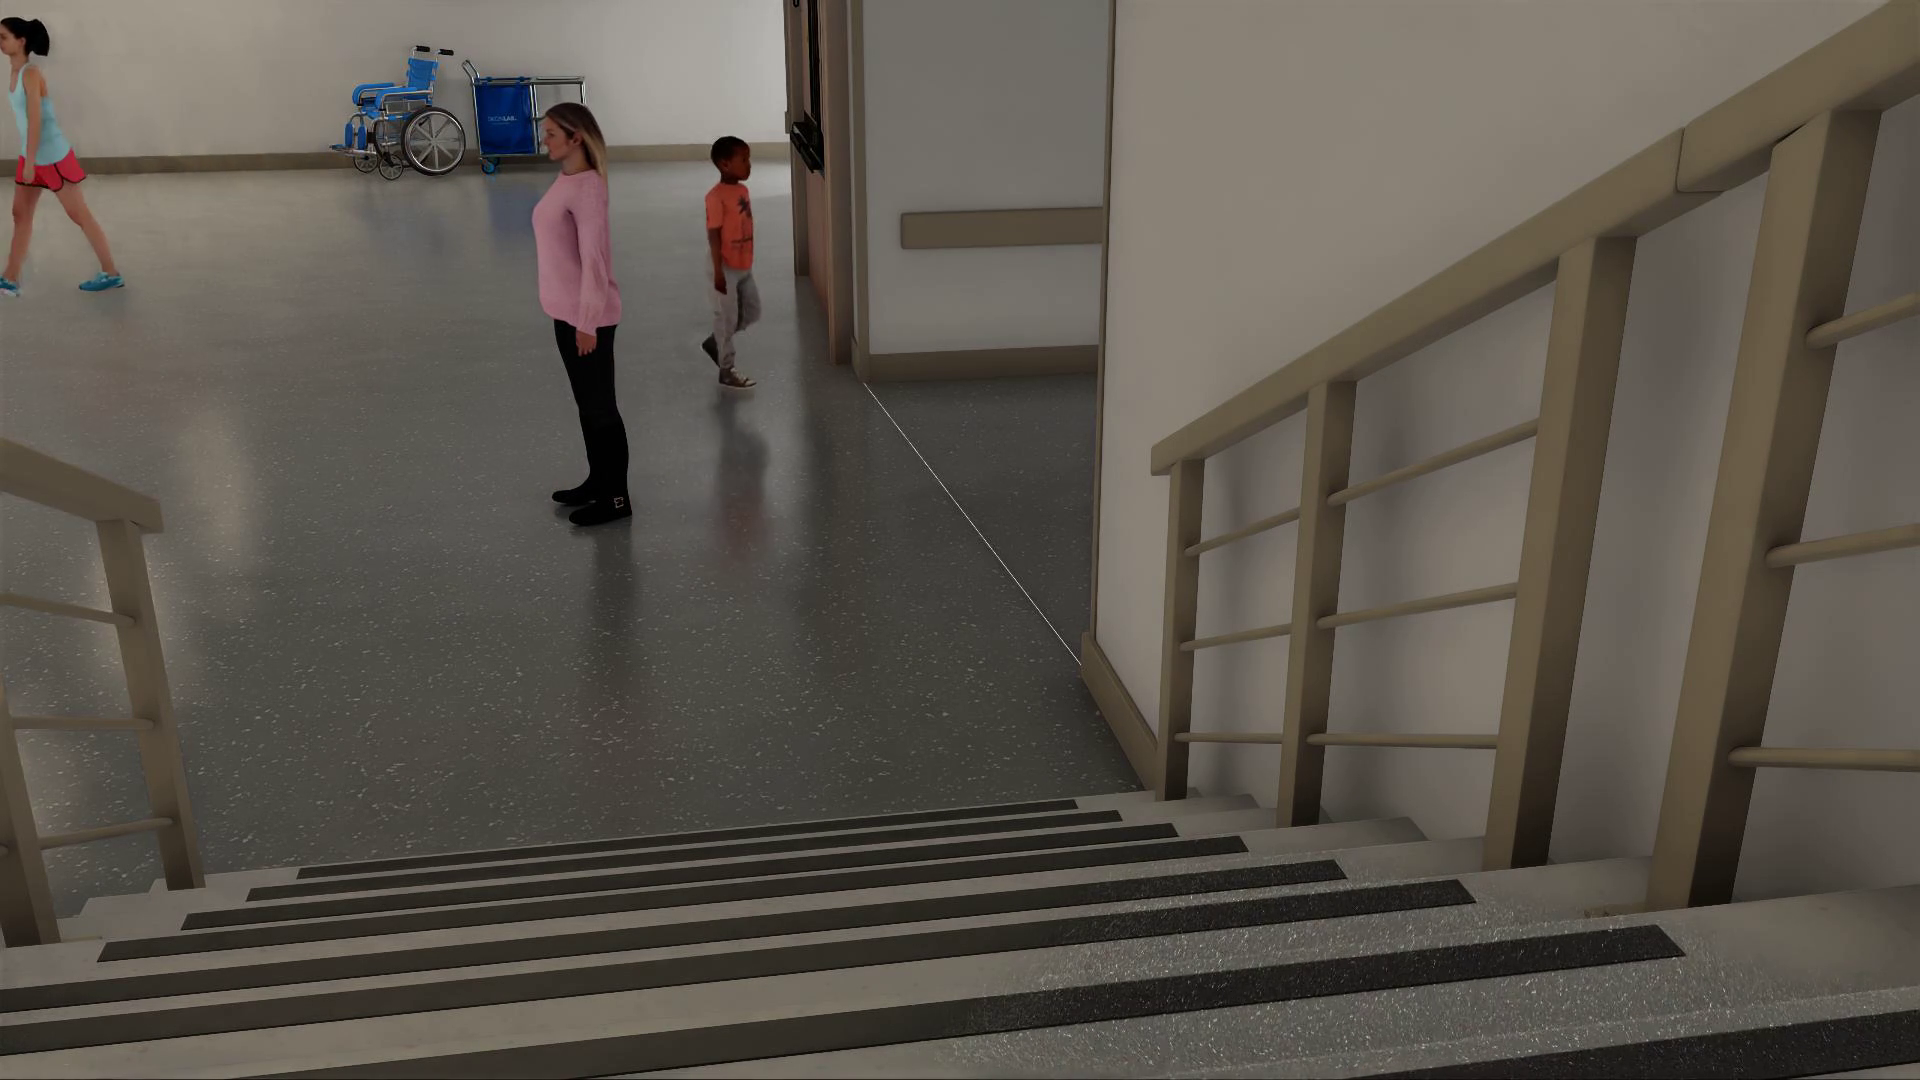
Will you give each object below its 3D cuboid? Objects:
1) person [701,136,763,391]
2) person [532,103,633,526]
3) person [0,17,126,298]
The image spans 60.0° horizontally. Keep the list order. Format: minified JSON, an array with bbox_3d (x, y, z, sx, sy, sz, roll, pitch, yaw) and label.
[{"bbox_3d":[-1.258,-1.445,8.688,0.716,1.300,0.661,12,24,29],"label":"person"},{"bbox_3d":[-1.509,-0.914,6.737,0.712,1.687,0.564,-9,23,-23],"label":"person"},{"bbox_3d":[-5.742,-2.406,10.627,1.040,1.722,1.121,-17,27,-38],"label":"person"}]
